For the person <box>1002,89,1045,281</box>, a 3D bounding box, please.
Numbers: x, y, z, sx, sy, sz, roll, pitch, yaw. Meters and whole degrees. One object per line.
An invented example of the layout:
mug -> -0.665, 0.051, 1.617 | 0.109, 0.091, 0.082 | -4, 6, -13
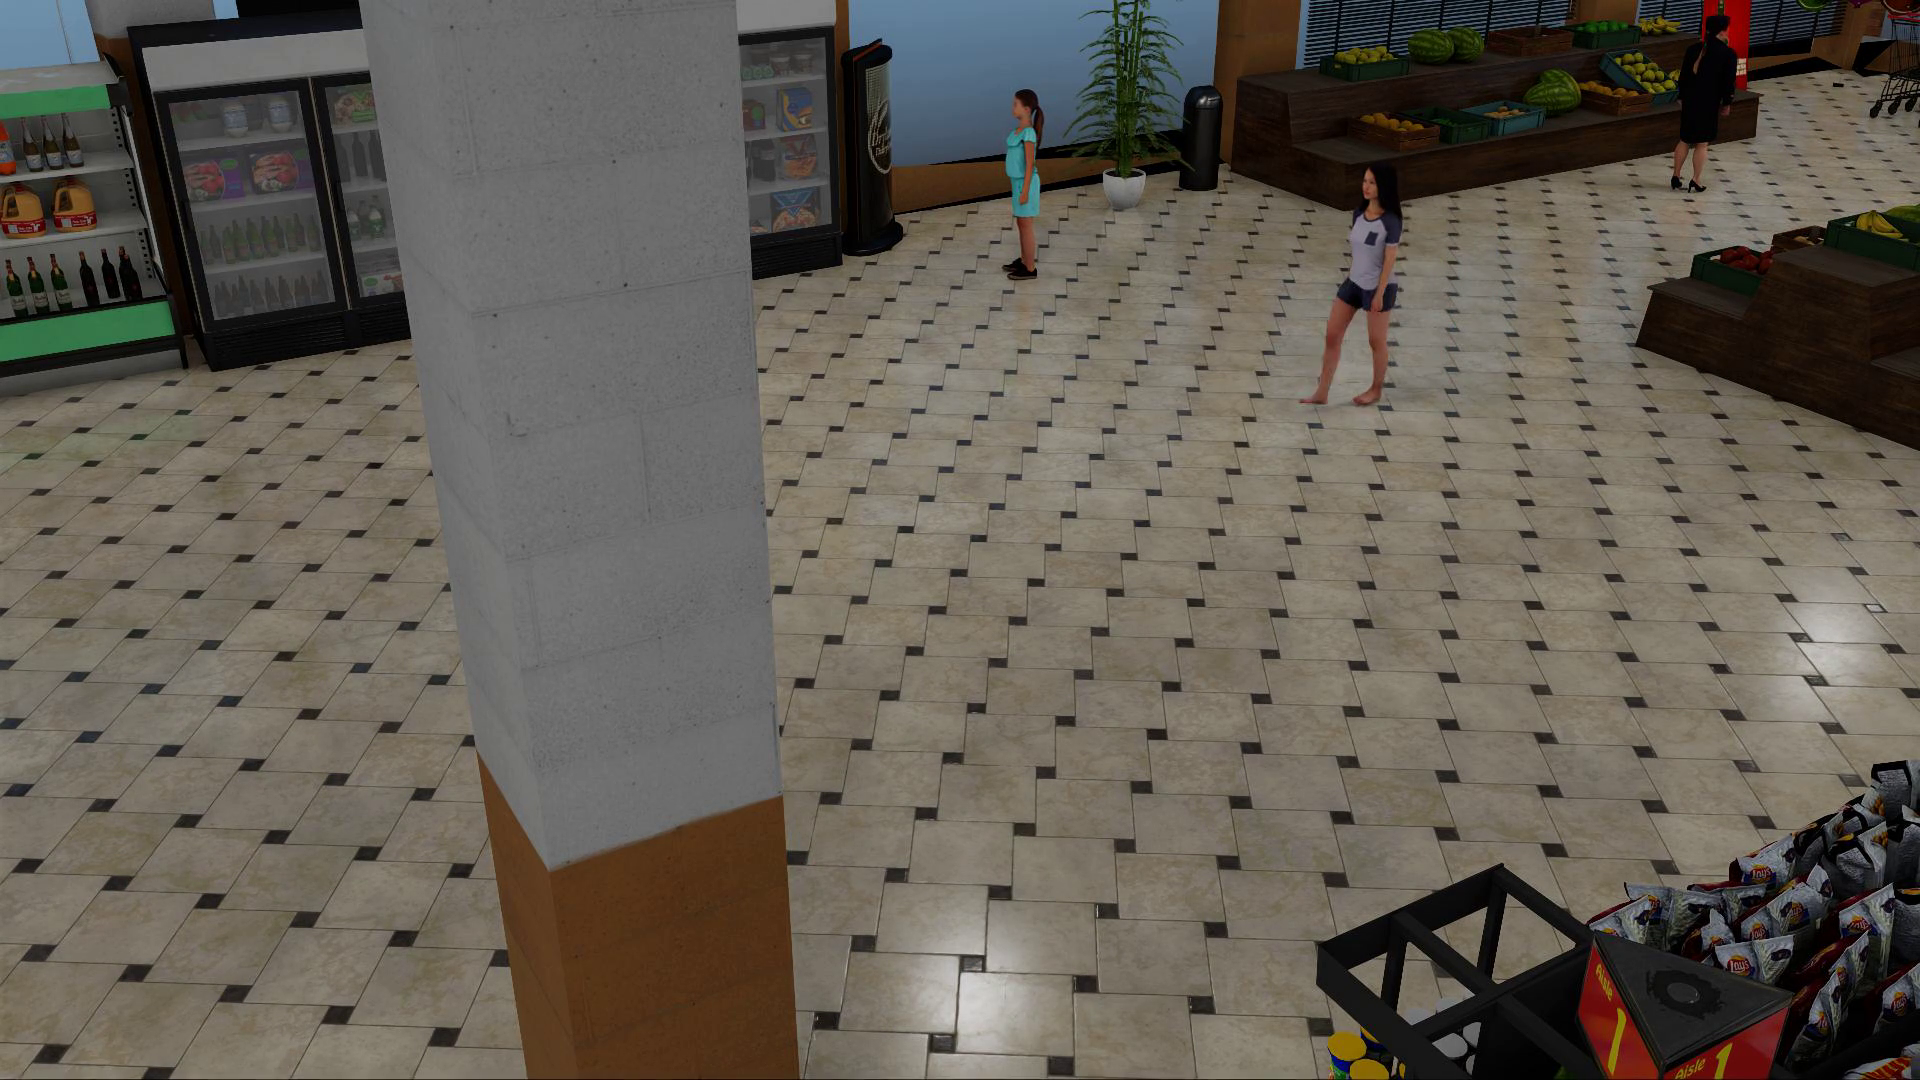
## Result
person -> 0.532, -2.939, 13.741 | 0.650, 1.558, 0.629 | -2, 27, -4

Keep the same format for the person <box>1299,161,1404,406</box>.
person -> 2.809, -1.700, 11.159 | 0.890, 1.684, 0.629 | -16, 31, -29

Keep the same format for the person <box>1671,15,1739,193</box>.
person -> 7.209, -4.236, 16.174 | 0.688, 1.671, 0.745 | -21, 34, -36
